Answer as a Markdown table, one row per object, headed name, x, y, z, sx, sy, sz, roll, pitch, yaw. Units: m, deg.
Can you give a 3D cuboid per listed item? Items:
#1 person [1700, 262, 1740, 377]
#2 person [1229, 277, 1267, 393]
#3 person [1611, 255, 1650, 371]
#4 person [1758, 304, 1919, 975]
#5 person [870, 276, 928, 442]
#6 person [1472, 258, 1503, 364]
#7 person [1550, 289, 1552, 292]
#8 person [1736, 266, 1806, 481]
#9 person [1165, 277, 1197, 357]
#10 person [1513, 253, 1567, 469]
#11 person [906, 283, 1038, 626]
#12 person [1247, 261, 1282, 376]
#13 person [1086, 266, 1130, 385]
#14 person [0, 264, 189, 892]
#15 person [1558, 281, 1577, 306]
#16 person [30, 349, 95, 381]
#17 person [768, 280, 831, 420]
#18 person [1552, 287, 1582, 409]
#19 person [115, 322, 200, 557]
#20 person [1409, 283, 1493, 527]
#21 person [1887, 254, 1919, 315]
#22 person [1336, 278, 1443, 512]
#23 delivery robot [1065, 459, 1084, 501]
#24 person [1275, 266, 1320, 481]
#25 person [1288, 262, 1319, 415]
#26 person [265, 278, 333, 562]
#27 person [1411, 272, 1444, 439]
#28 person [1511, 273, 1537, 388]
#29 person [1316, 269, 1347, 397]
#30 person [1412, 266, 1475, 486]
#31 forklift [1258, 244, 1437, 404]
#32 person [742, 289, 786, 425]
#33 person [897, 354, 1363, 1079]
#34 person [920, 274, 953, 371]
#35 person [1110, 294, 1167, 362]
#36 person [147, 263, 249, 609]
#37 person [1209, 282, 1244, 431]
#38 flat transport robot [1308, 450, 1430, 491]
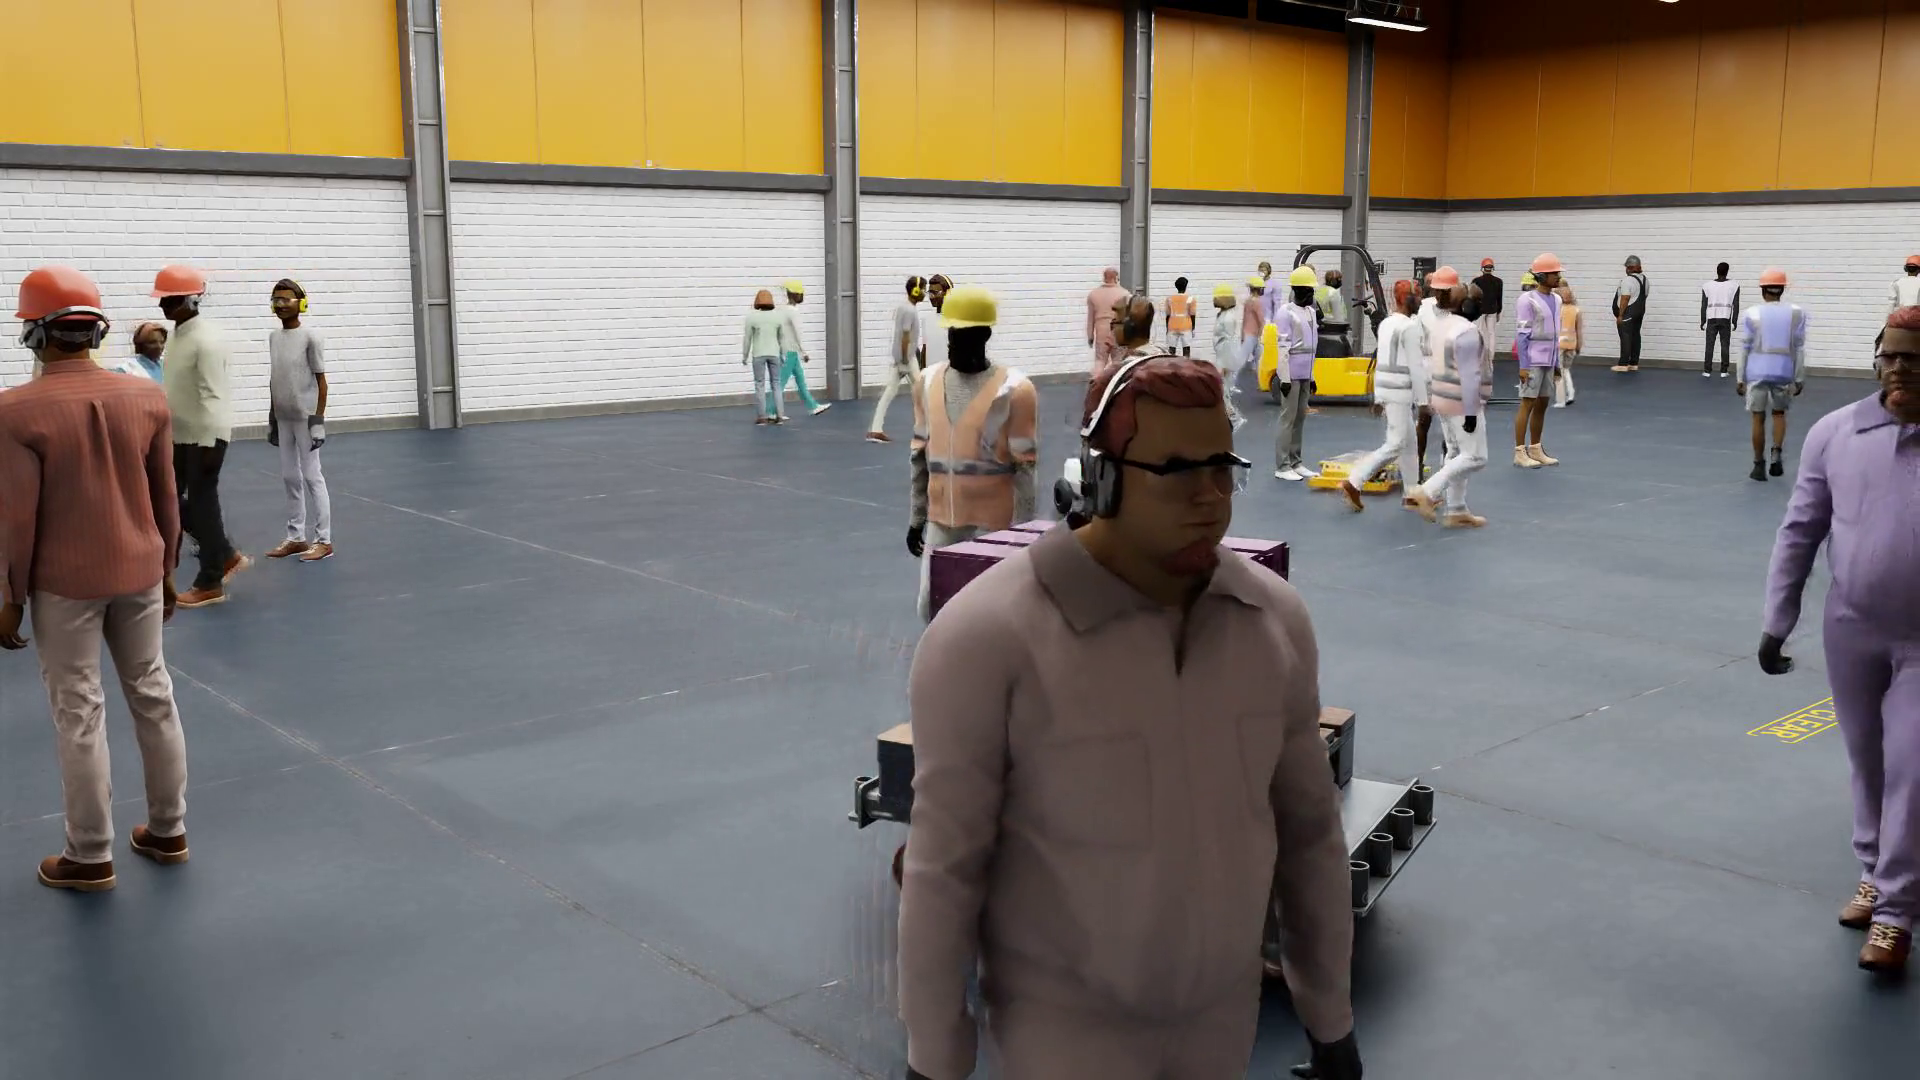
| name | x | y | z | sx | sy | sz | roll | pitch | yaw |
| --- | --- | --- | --- | --- | --- | --- | --- | --- | --- |
| person | 12.771 | -3.703 | 27.977 | 0.591 | 1.919 | 0.392 | 4 | 11 | 23 |
| person | 4.339 | -3.028 | 24.609 | 0.899 | 1.719 | 0.530 | -1 | 10 | -5 |
| person | 11.788 | -4.001 | 29.366 | 0.682 | 2.000 | 0.537 | -7 | 12 | -36 |
| person | 2.651 | 0.274 | 4.798 | 0.825 | 1.876 | 0.684 | -8 | 13 | -40 |
| person | -0.540 | -1.951 | 18.040 | 1.005 | 1.803 | 0.543 | -2 | 10 | -14 |
| person | 9.822 | -4.269 | 31.097 | 0.614 | 1.986 | 0.402 | 0 | 10 | -3 |
| person | 9.643 | -3.482 | 27.518 | 0.498 | 1.632 | 0.285 | 4 | 10 | 21 |
| person | 7.282 | -1.492 | 14.991 | 0.555 | 1.926 | 0.396 | 2 | 10 | 14 |
| person | 3.553 | -3.390 | 26.824 | 0.531 | 1.691 | 0.321 | 4 | 11 | 23 |
| person | 5.561 | -1.709 | 15.927 | 0.612 | 2.047 | 0.361 | -7 | 12 | -37 |
| person | 0.064 | -0.112 | 6.955 | 0.602 | 1.914 | 0.566 | 7 | 12 | 34 |
| person | 5.091 | -3.691 | 27.850 | 0.367 | 1.937 | 0.642 | -8 | 13 | -40 |
| person | 2.061 | -2.854 | 23.115 | 0.650 | 1.886 | 0.749 | 4 | 11 | 23 |
| person | -2.795 | 0.124 | 5.341 | 0.379 | 1.996 | 0.608 | 6 | 11 | 31 |
| person | 10.428 | -3.695 | 28.897 | 0.512 | 1.581 | 0.874 | 3 | 10 | 18 |
| person | -6.454 | -0.927 | 12.000 | 0.454 | 1.823 | 0.660 | -3 | 10 | -16 |
| person | -1.995 | -2.339 | 20.563 | 0.897 | 1.712 | 0.537 | -4 | 10 | -21 |
| person | 7.999 | -2.556 | 22.141 | 0.516 | 1.618 | 0.419 | -2 | 10 | -11 |
| person | -5.431 | -0.670 | 11.195 | 0.890 | 1.584 | 0.498 | 6 | 12 | 33 |
| person | 3.648 | -0.978 | 12.276 | 0.558 | 1.827 | 0.633 | 0 | 10 | -2 |
| person | 14.623 | -3.366 | 25.634 | 0.605 | 2.045 | 0.388 | 9 | 13 | 41 |
| person | 3.413 | -1.130 | 13.110 | 0.869 | 1.857 | 0.576 | -1 | 10 | -7 |
| delivery robot | 1.078 | -0.492 | 12.889 | 0.477 | 0.478 | 0.707 | -3 | 10 | -17 |
| person | 3.072 | -1.507 | 15.095 | 0.371 | 1.927 | 0.588 | 7 | 12 | 36 |
| person | 4.394 | -2.580 | 21.341 | 0.372 | 1.940 | 0.627 | -1 | 10 | -7 |
| person | -4.426 | -0.793 | 11.071 | 0.514 | 1.876 | 0.328 | 5 | 11 | 27 |
| person | 5.309 | -2.061 | 18.604 | 0.579 | 1.855 | 0.908 | -5 | 11 | -26 |
| person | 8.672 | -3.196 | 25.460 | 0.364 | 1.754 | 0.545 | 0 | 10 | 2 |
| person | 5.348 | -2.972 | 23.959 | 0.429 | 1.842 | 0.633 | -1 | 10 | -7 |
| person | 4.191 | -1.409 | 14.498 | 0.551 | 1.933 | 0.370 | 2 | 10 | 9 |
| forklift | 5.256 | -2.933 | 22.661 | 2.313 | 2.155 | 1.214 | 3 | 10 | 16 |
| person | -2.338 | -2.184 | 19.941 | 0.520 | 1.628 | 0.323 | -4 | 11 | -23 |
| person | 0.302 | 0.693 | 2.317 | 0.680 | 1.883 | 0.688 | -6 | 11 | -30 |
| person | -0.146 | -1.319 | 14.165 | 0.535 | 1.868 | 0.309 | 7 | 12 | 34 |
| person | 1.031 | -0.386 | 8.829 | 0.637 | 1.825 | 0.523 | 7 | 12 | 34 |
| person | -4.411 | -0.595 | 9.579 | 0.647 | 1.980 | 0.416 | 9 | 13 | 43 |
| person | 2.880 | -1.957 | 18.271 | 0.379 | 1.731 | 0.503 | 0 | 10 | 1 |
| flat transport robot | 3.653 | -0.627 | 14.782 | 0.652 | 0.197 | 1.431 | 6 | 11 | 31 |
